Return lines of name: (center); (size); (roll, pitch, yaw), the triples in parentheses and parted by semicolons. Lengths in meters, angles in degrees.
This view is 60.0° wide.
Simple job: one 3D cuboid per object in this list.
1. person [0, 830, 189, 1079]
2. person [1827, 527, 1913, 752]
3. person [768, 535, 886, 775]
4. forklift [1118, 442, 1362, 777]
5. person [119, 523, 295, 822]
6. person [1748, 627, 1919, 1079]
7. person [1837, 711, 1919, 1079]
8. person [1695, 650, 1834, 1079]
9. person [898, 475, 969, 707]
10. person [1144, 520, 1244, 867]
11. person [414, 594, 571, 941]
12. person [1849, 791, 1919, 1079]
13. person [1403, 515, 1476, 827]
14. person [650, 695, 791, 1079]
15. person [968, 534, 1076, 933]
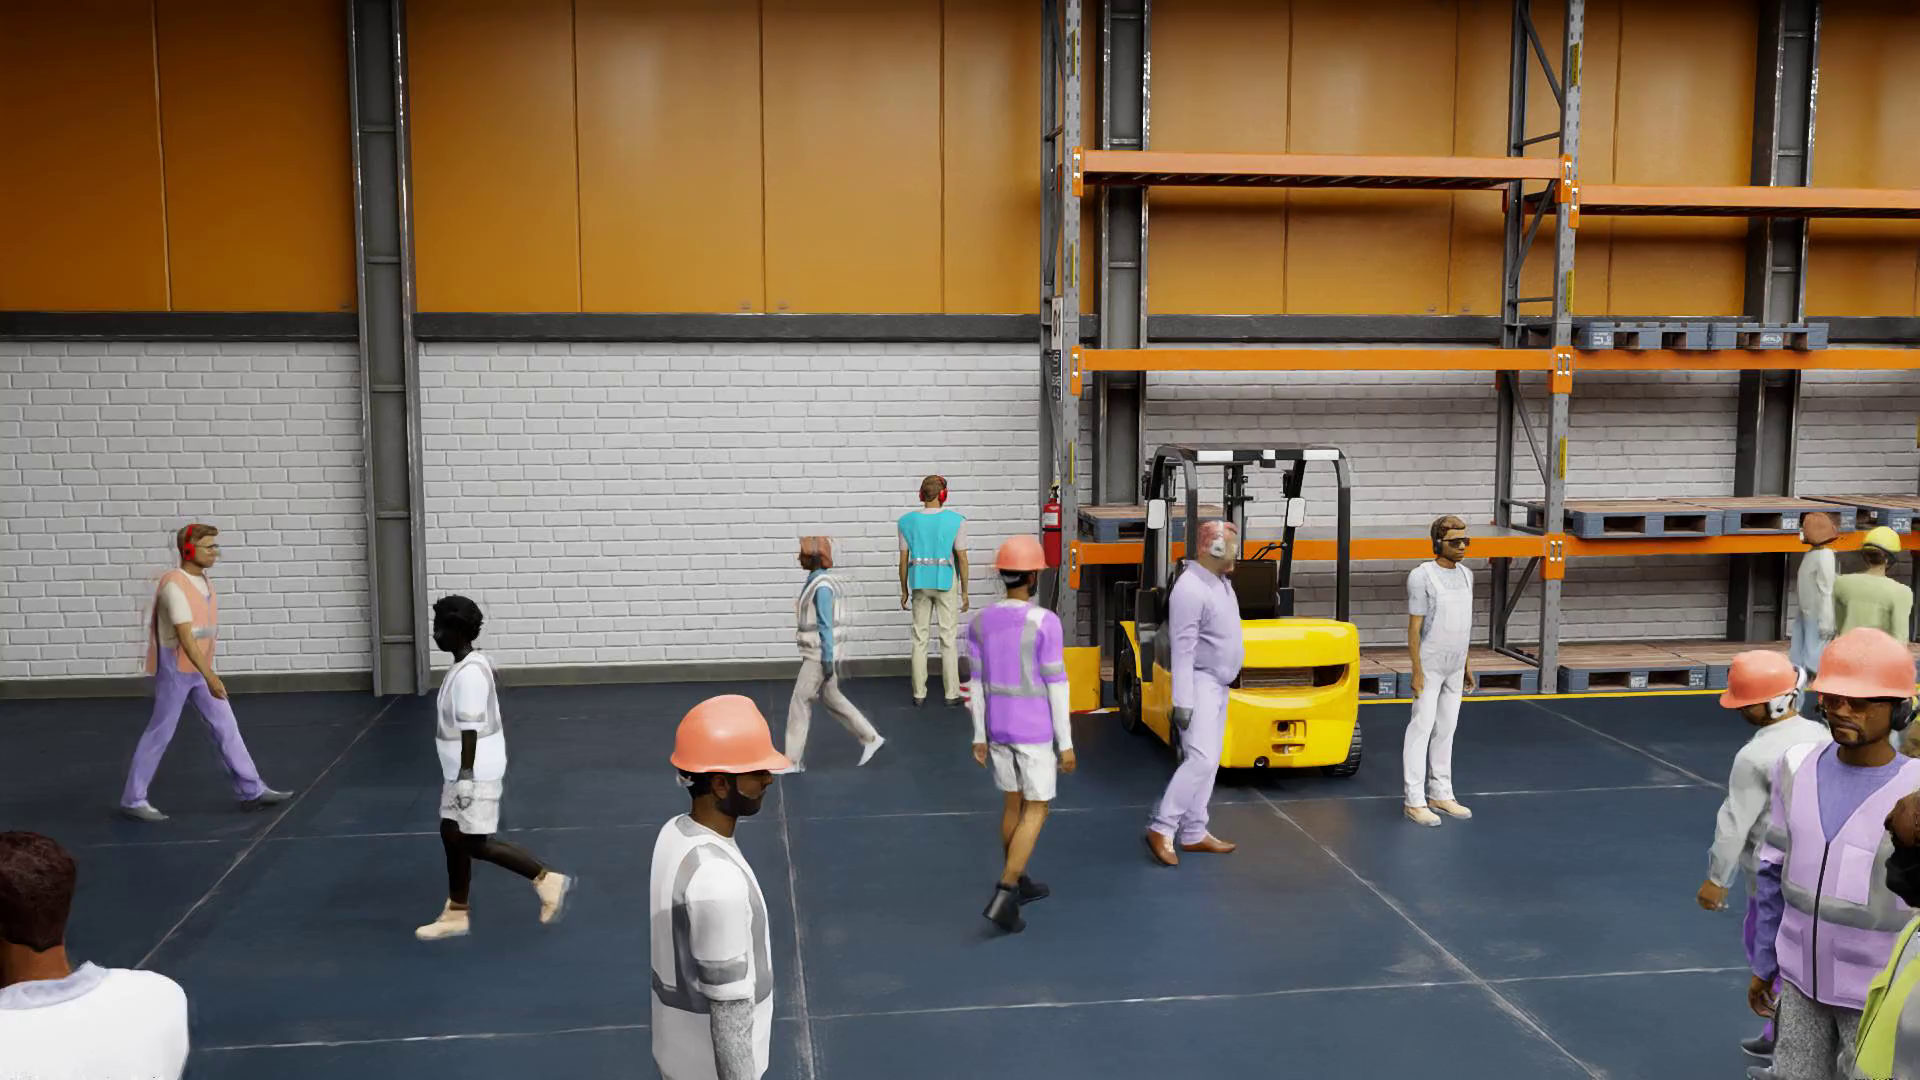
person: (-1.750, 1.512, 3.224); (0.454, 1.894, 0.618); (3, 7, 28)
person: (5.726, 0.771, 10.482); (0.894, 1.711, 0.513); (-5, 8, -37)
person: (-0.893, 0.757, 11.083); (0.806, 1.606, 0.527); (-1, 7, -10)
forklift: (1.912, 0.418, 11.496); (1.214, 2.155, 2.313); (-1, 7, -8)
person: (-4.580, 0.797, 9.947); (1.000, 1.788, 0.574); (0, 7, 0)
person: (2.530, 1.261, 4.755); (0.367, 2.048, 0.607); (-3, 7, -27)
person: (3.331, 1.335, 5.681); (0.897, 1.679, 0.494); (1, 7, 9)
person: (3.059, 1.251, 6.324); (0.583, 1.707, 0.550); (-5, 8, -37)
person: (-0.210, 0.409, 13.120); (0.564, 1.837, 0.388); (1, 7, 11)
person: (1.326, 0.835, 9.243); (0.493, 1.884, 0.701); (3, 7, 24)
person: (-2.257, 1.081, 7.936); (0.648, 1.672, 0.536); (-3, 7, -24)
person: (2.289, 1.482, 3.846); (0.433, 1.822, 0.663); (3, 7, 23)
person: (2.875, 0.769, 9.937); (0.506, 1.847, 0.345); (-4, 8, -32)
person: (-0.616, 1.360, 4.362); (0.361, 1.935, 0.553); (-3, 7, -23)
person: (0.278, 0.940, 8.204); (0.559, 1.950, 0.607); (6, 9, 43)
